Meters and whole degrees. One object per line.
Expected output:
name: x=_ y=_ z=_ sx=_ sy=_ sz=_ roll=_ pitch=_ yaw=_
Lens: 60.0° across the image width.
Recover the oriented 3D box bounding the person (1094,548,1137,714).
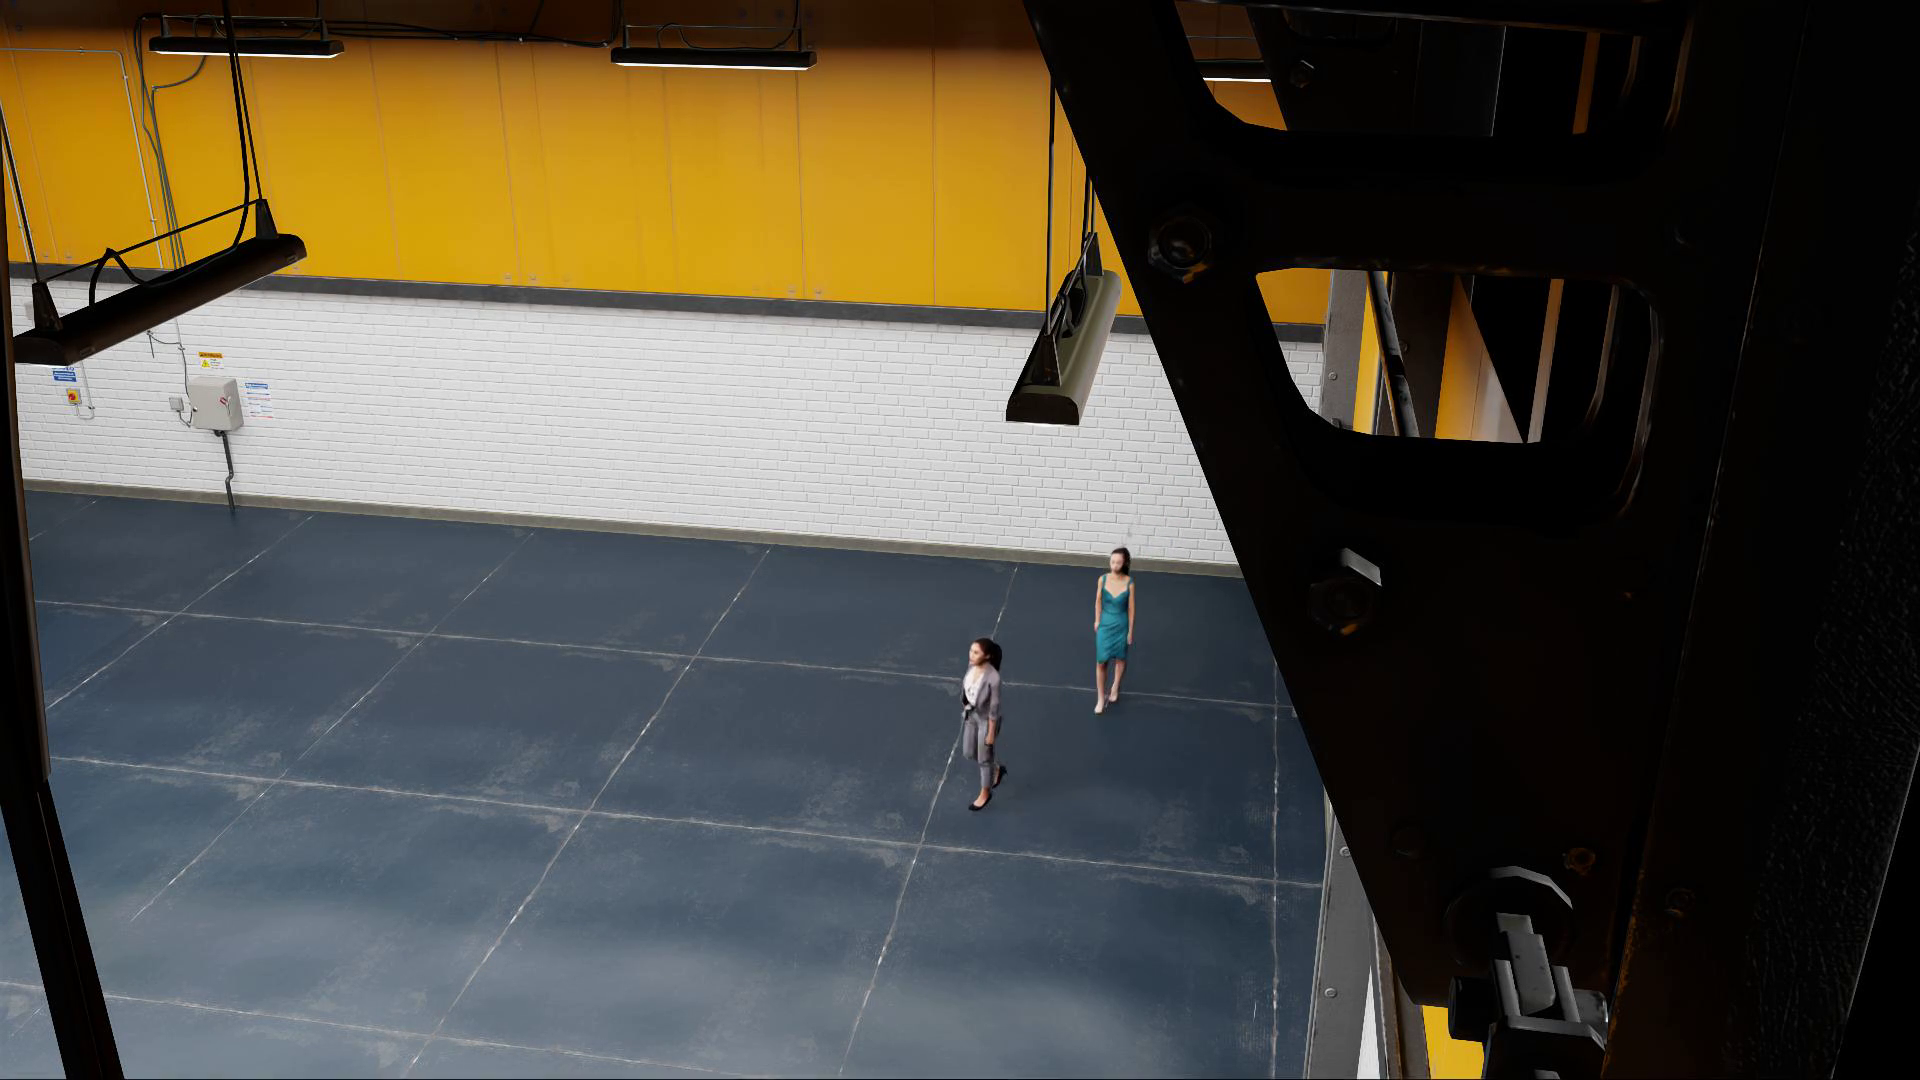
person: x=1.536 y=0.836 z=16.230 sx=0.651 sy=1.666 sz=0.792 roll=8 pitch=25 yaw=17

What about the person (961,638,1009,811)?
person: x=0.271 y=1.581 z=14.524 sx=0.863 sy=1.668 sz=0.803 roll=-13 pitch=27 yaw=-27
